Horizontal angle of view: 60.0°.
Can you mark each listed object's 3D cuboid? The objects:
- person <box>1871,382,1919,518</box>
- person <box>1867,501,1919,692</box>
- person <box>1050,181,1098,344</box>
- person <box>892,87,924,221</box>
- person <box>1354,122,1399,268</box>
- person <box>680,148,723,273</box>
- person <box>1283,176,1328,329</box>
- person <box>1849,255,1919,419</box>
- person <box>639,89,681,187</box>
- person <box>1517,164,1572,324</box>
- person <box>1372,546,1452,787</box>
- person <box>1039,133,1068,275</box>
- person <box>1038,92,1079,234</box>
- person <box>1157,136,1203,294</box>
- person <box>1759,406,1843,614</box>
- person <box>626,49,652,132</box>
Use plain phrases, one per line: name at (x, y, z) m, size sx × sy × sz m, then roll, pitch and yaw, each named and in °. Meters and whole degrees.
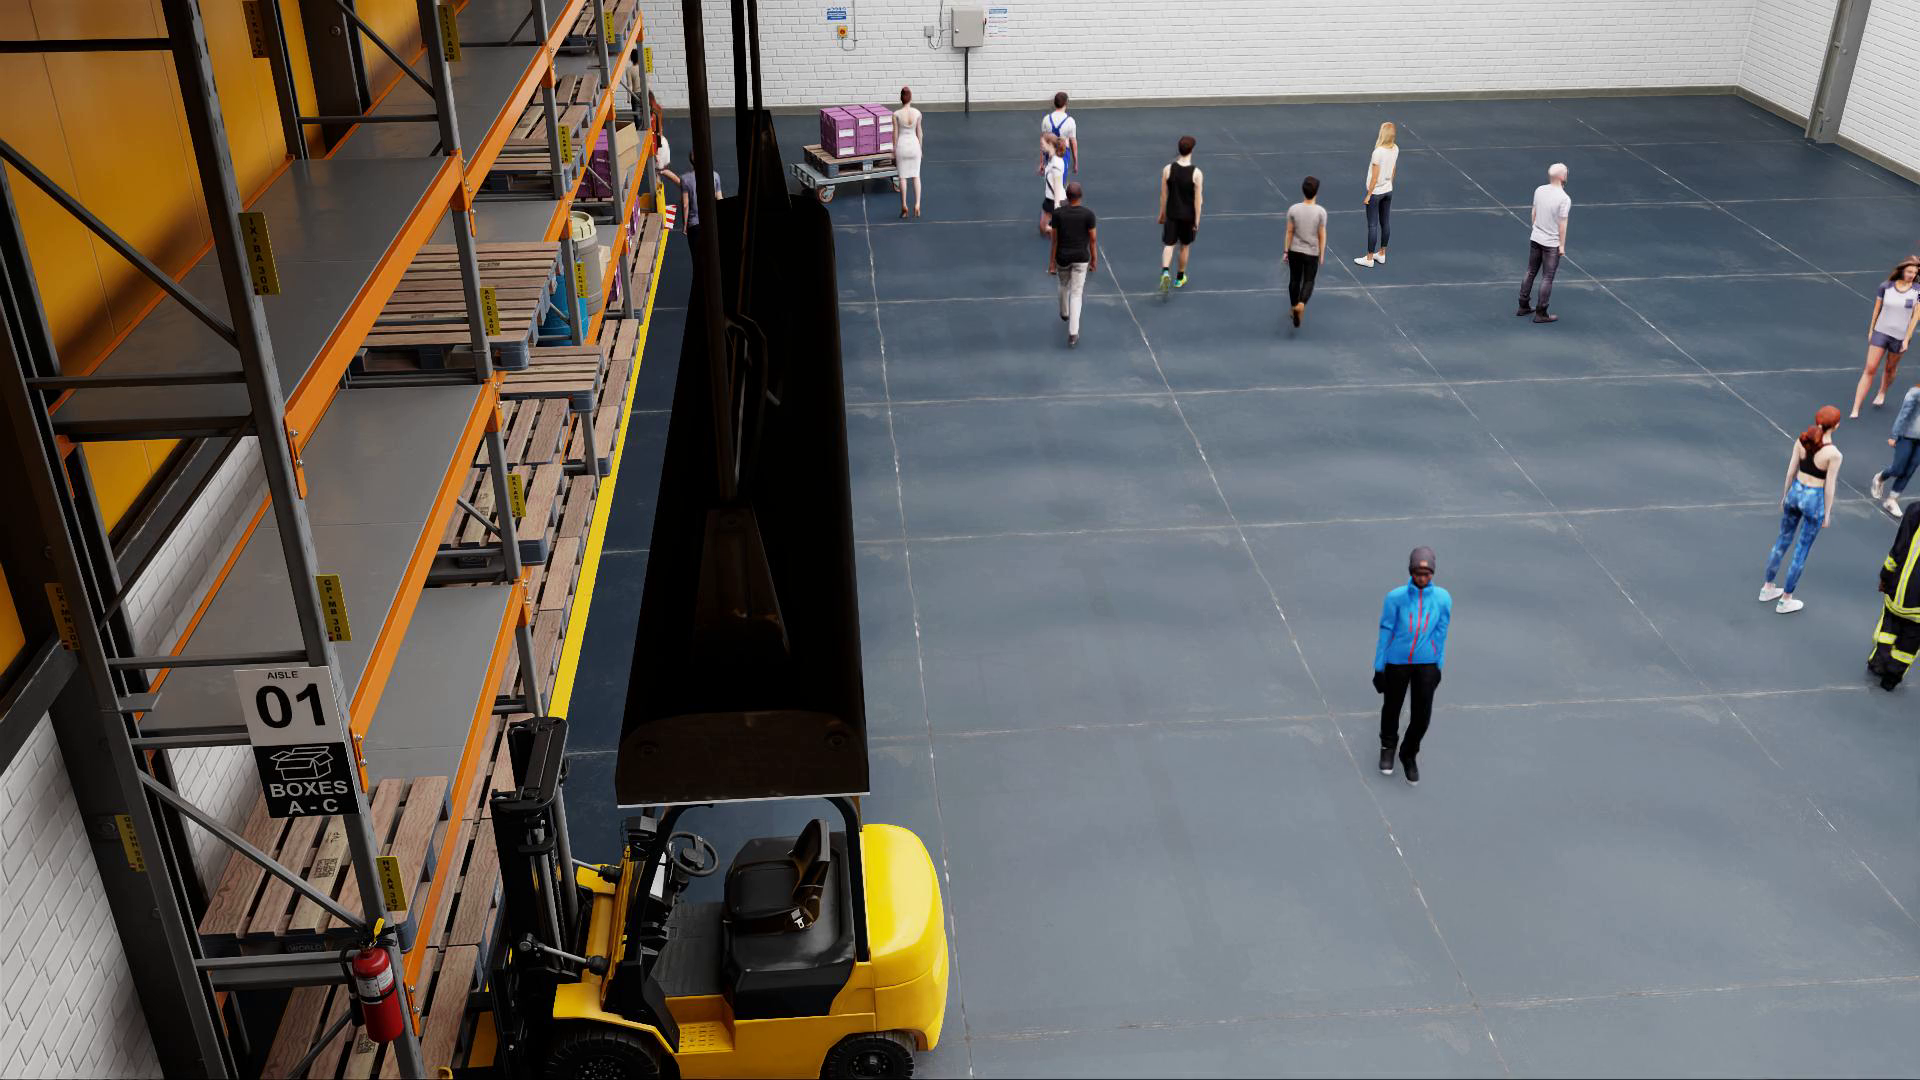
person at (8.550, -0.949, 14.979) m, size 0.584 × 1.467 × 0.659 m, roll -1°, pitch 29°, yaw -2°
person at (7.126, 0.327, 12.291) m, size 0.949 × 1.802 × 0.995 m, roll 17°, pitch 33°, yaw 28°
person at (1.256, -3.052, 18.544) m, size 0.887 × 1.745 × 1.266 m, roll 5°, pitch 29°, yaw 8°
person at (-0.712, -5.238, 22.502) m, size 0.603 × 1.793 × 0.527 m, roll -6°, pitch 29°, yaw -11°
person at (5.265, -4.329, 20.818) m, size 0.675 × 1.810 × 0.674 m, roll -19°, pitch 34°, yaw -31°
person at (-3.027, -3.697, 19.578) m, size 0.731 × 1.887 × 0.680 m, roll -12°, pitch 31°, yaw -21°
person at (3.907, -3.264, 18.977) m, size 0.888 × 1.703 × 1.062 m, roll 11°, pitch 31°, yaw 20°
person at (9.441, -2.062, 16.812) m, size 1.006 × 1.665 × 1.141 m, roll 19°, pitch 34°, yaw 31°
person at (-4.081, -5.365, 22.857) m, size 0.821 × 1.675 × 0.903 m, roll 4°, pitch 29°, yaw 8°
person at (6.746, -3.433, 19.152) m, size 0.793 × 1.832 × 0.655 m, roll -13°, pitch 31°, yaw -23°
person at (3.082, 0.804, 11.437) m, size 0.702 × 1.781 × 0.724 m, roll 4°, pitch 29°, yaw 7°
person at (1.253, -4.178, 20.621) m, size 0.737 × 1.733 × 0.634 m, roll -7°, pitch 29°, yaw -12°
person at (1.259, -4.928, 21.931) m, size 1.093 × 1.795 × 1.363 m, roll 13°, pitch 31°, yaw 22°
person at (2.602, -3.855, 19.881) m, size 0.958 × 1.875 × 1.157 m, roll 10°, pitch 30°, yaw 18°
person at (6.779, -0.242, 13.349) m, size 0.730 × 1.787 × 0.655 m, roll -14°, pitch 32°, yaw -24°
person at (-4.984, -6.905, 25.901) m, size 0.626 × 1.465 × 0.650 m, roll -19°, pitch 34°, yaw -31°
